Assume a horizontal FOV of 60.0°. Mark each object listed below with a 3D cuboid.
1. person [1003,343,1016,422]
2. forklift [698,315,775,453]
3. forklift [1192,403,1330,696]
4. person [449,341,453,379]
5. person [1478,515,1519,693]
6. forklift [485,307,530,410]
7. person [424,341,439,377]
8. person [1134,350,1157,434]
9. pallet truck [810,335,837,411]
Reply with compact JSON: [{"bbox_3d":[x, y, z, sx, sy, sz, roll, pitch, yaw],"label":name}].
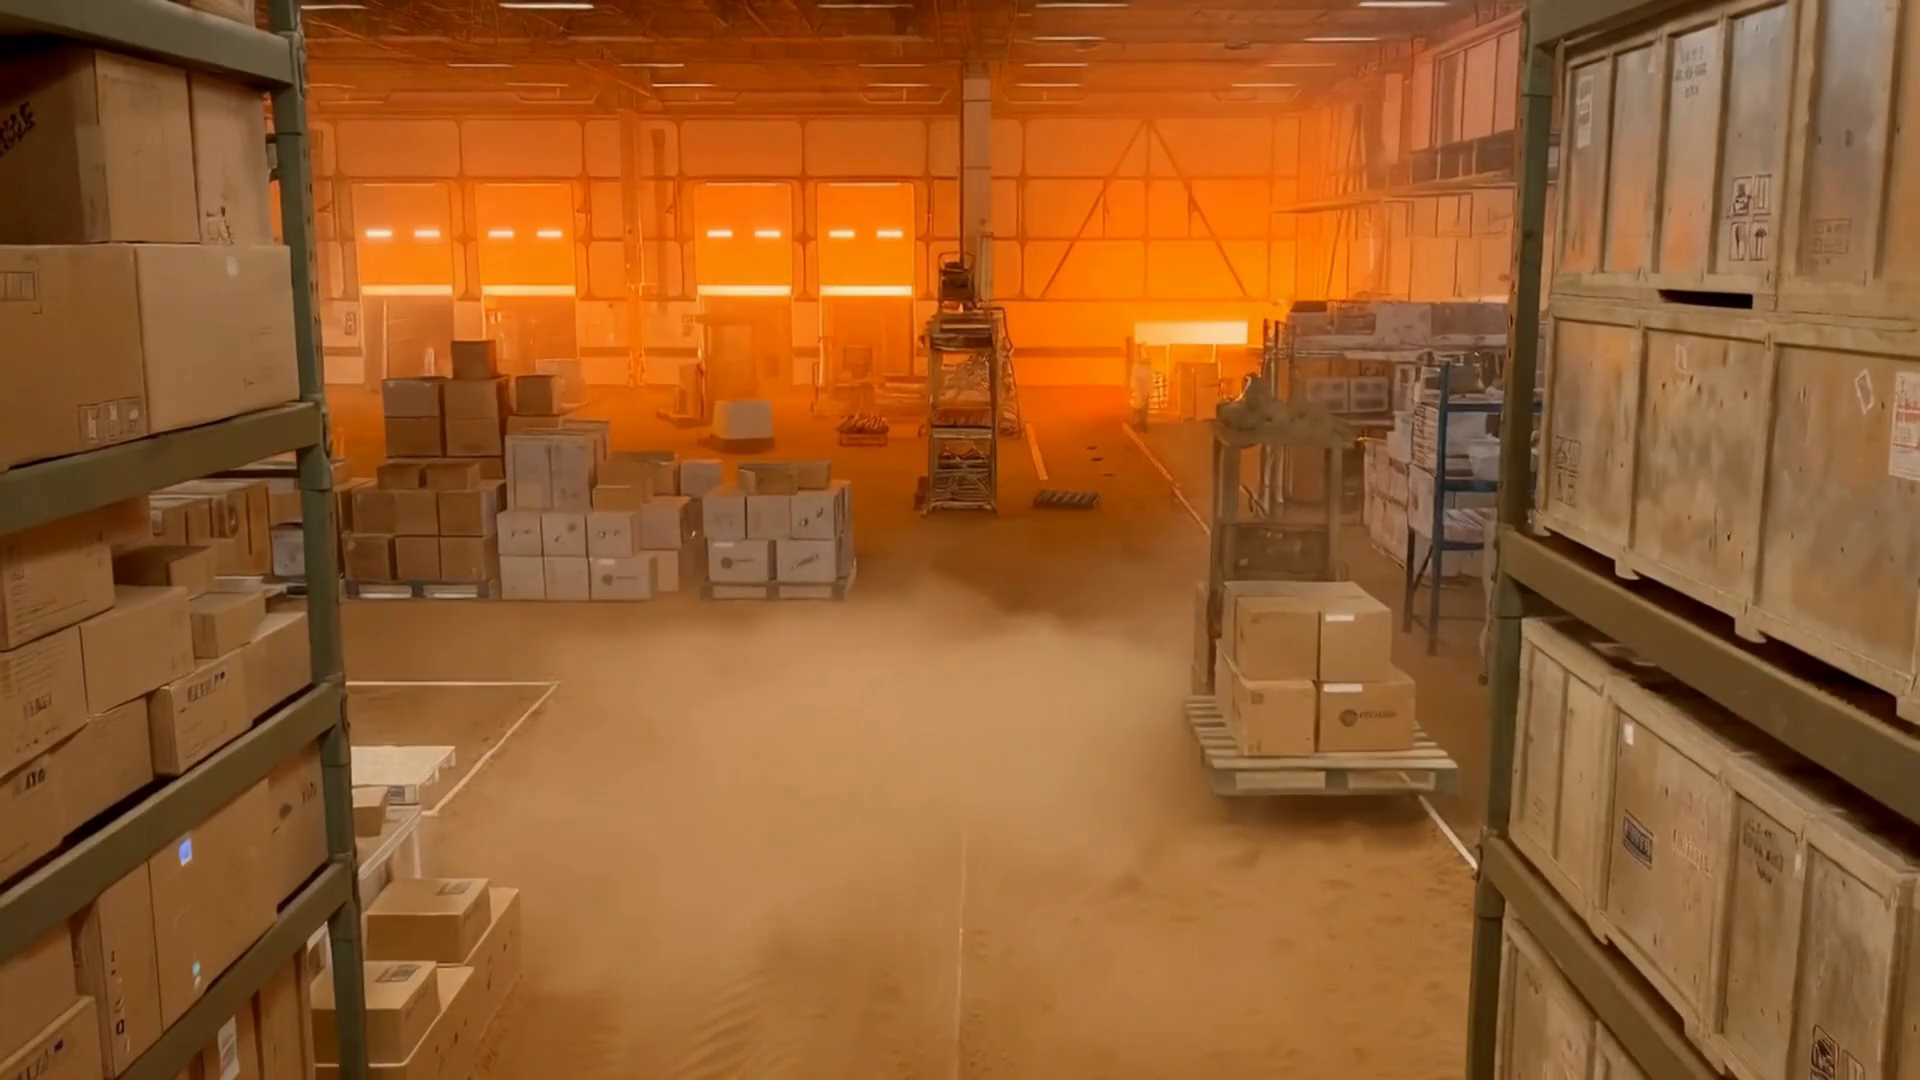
[{"bbox_3d":[1.202,-3.849,40.621,0.355,1.938,0.637,0,10,1],"label":"person"},{"bbox_3d":[-4.687,-3.305,34.769,1.129,2.768,1.873,-5,11,-26],"label":"forklift"},{"bbox_3d":[2.697,0.191,14.600,1.129,2.768,1.873,0,10,1],"label":"forklift"},{"bbox_3d":[-13.105,-4.268,43.375,0.983,1.837,0.583,3,10,15],"label":"person"},{"bbox_3d":[5.138,0.463,15.746,0.355,1.936,0.637,0,10,1],"label":"person"},{"bbox_3d":[-10.754,-4.150,39.646,1.129,2.768,1.873,0,10,1],"label":"forklift"},{"bbox_3d":[-15.163,-4.888,47.621,0.866,1.588,0.519,-1,10,-5],"label":"person"},{"bbox_3d":[4.229,-3.424,38.278,0.547,1.916,0.807,-3,10,-18],"label":"person"},{"bbox_3d":[-3.021,-4.312,43.126,1.885,1.965,0.823,3,10,17],"label":"pallet truck"}]
